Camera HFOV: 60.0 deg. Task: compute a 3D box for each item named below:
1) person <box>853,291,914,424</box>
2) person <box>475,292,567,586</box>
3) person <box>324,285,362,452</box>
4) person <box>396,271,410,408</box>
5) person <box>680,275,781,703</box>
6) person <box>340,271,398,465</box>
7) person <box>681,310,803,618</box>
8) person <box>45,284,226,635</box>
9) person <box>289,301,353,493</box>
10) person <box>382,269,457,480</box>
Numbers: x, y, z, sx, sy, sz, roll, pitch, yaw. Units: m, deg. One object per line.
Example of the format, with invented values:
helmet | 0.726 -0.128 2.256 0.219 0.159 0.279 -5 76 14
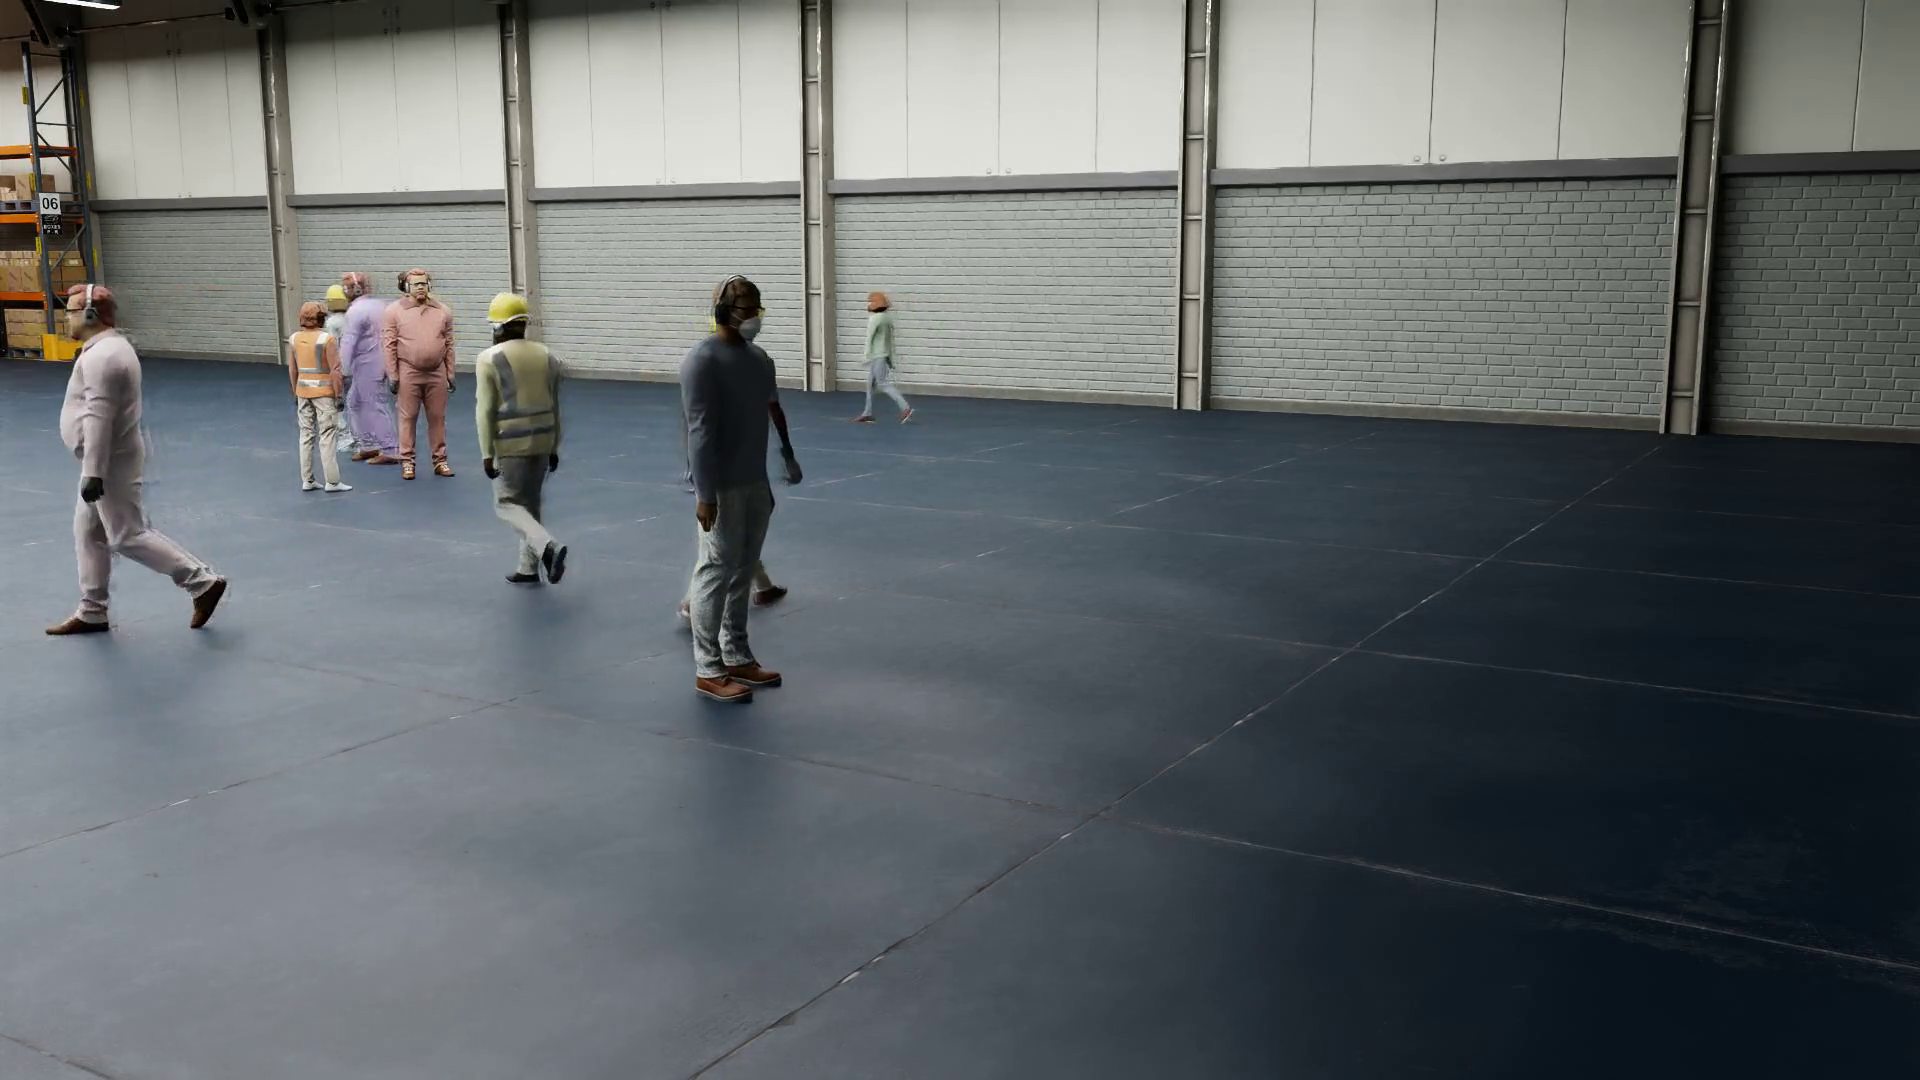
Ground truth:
person | -0.923 -2.202 20.117 0.782 1.603 0.500 3 10 15
person | -2.584 -0.571 9.973 0.648 1.817 0.604 7 12 36
person | -6.353 -1.750 17.095 0.392 1.731 0.490 4 10 22
person | -7.291 -2.672 22.200 0.487 1.828 0.652 -1 10 -3
person | -1.046 -0.240 7.648 0.352 1.936 0.635 4 10 21
person | -5.791 -1.646 16.076 0.678 1.871 0.656 0 10 -3
person | -1.258 -0.455 9.303 0.537 1.815 1.010 5 11 28
person | -4.448 -0.419 8.861 0.838 1.882 0.640 -4 11 -24
person | -5.506 -1.221 14.267 0.523 1.636 0.309 4 10 21
person | -4.904 -1.510 15.170 0.643 1.909 0.410 -7 12 -34
